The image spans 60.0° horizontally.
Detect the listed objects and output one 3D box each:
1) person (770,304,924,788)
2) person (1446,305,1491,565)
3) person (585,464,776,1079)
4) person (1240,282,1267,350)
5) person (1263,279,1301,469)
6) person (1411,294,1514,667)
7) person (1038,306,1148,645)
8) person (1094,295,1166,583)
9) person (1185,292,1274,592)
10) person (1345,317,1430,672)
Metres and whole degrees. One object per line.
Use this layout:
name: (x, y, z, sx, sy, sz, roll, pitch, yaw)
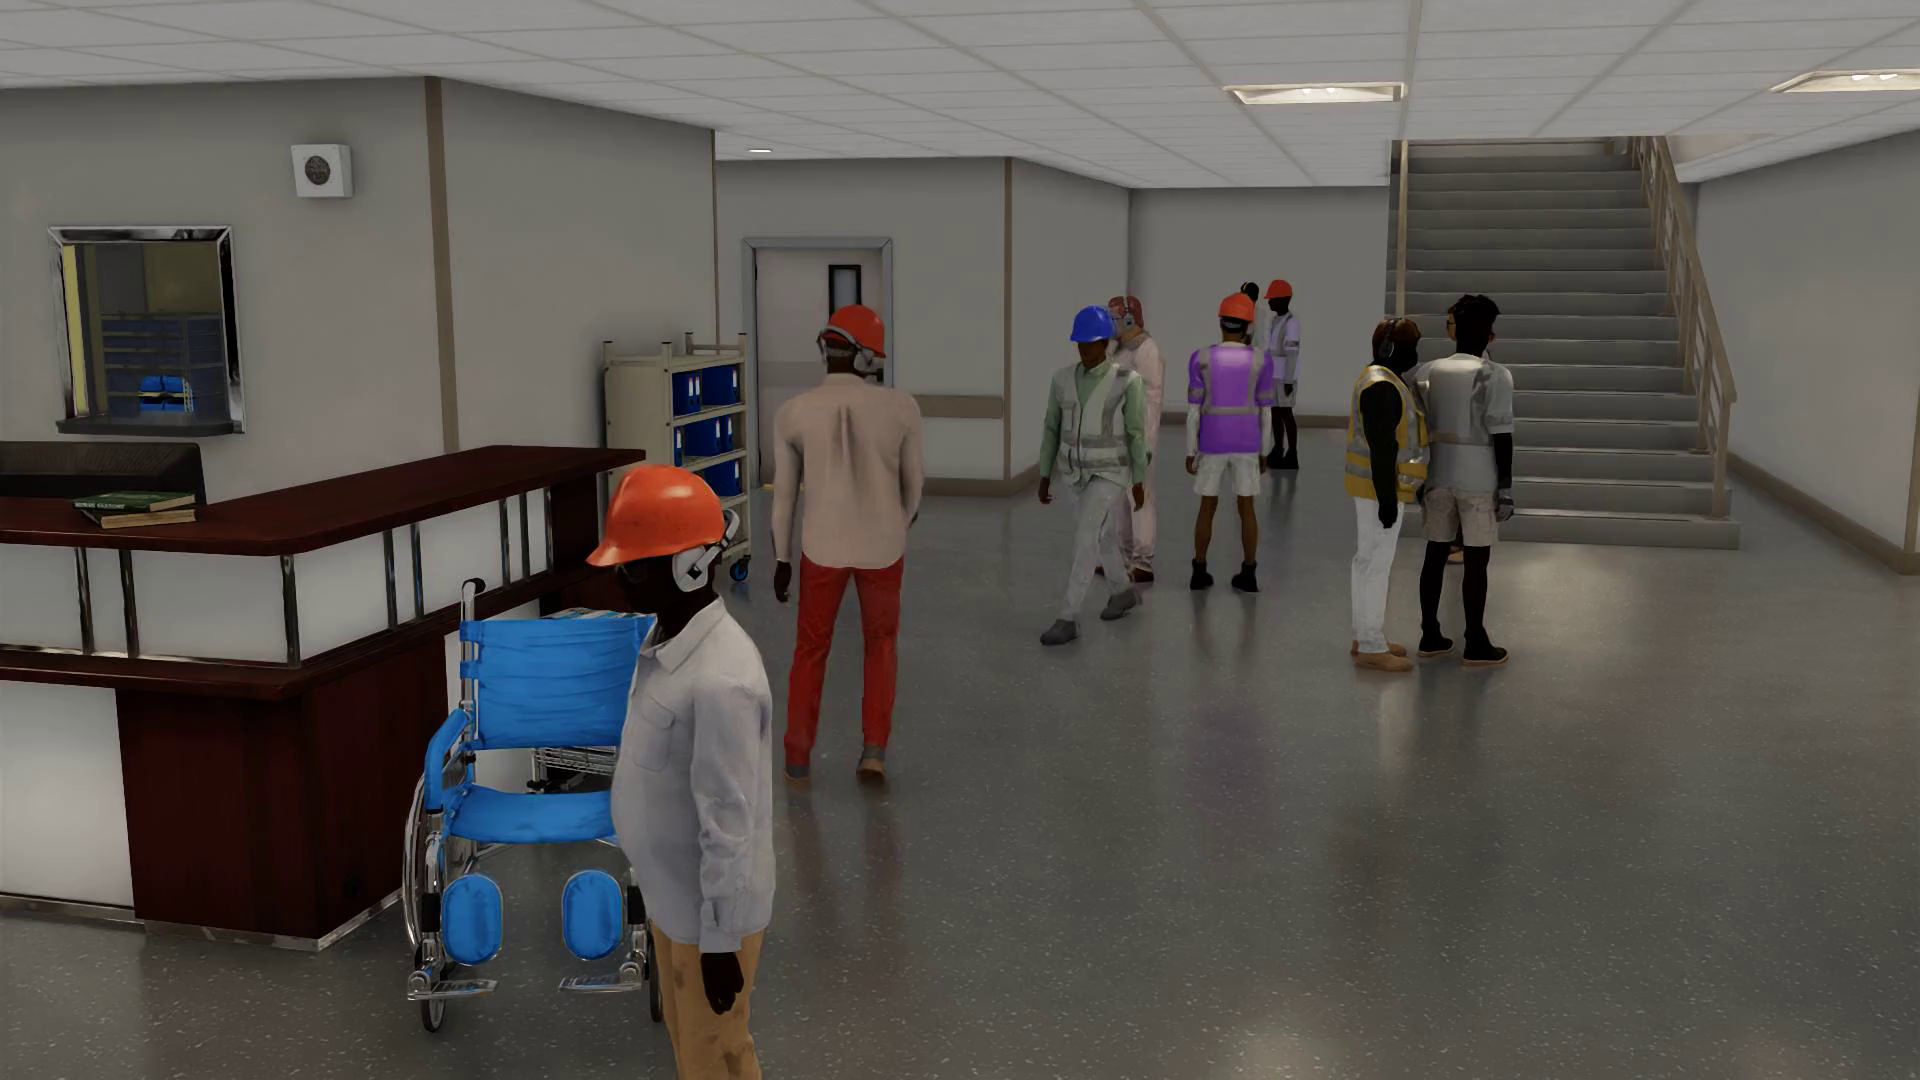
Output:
person: (-0.459, 0.028, 6.773, 0.621, 1.959, 0.499, 0, 10, 0)
person: (3.540, -0.746, 11.680, 0.348, 1.842, 0.506, 0, 10, 1)
person: (-0.565, 0.709, 3.408, 0.352, 1.743, 0.564, -4, 10, -21)
person: (3.397, -2.079, 19.477, 0.327, 1.865, 0.518, 7, 12, 36)
person: (3.252, -1.683, 16.949, 0.393, 1.927, 0.543, -2, 10, -14)
person: (2.668, -0.315, 8.804, 0.380, 1.959, 0.600, -8, 12, -39)
person: (0.771, -0.399, 9.544, 0.634, 1.887, 1.049, 7, 12, 37)
person: (1.107, -0.663, 11.034, 0.400, 1.902, 0.643, -3, 10, -15)
person: (1.727, -0.621, 10.697, 0.545, 1.933, 0.385, 2, 10, 11)
person: (2.239, -0.243, 8.749, 0.430, 1.840, 0.621, 2, 10, 13)
